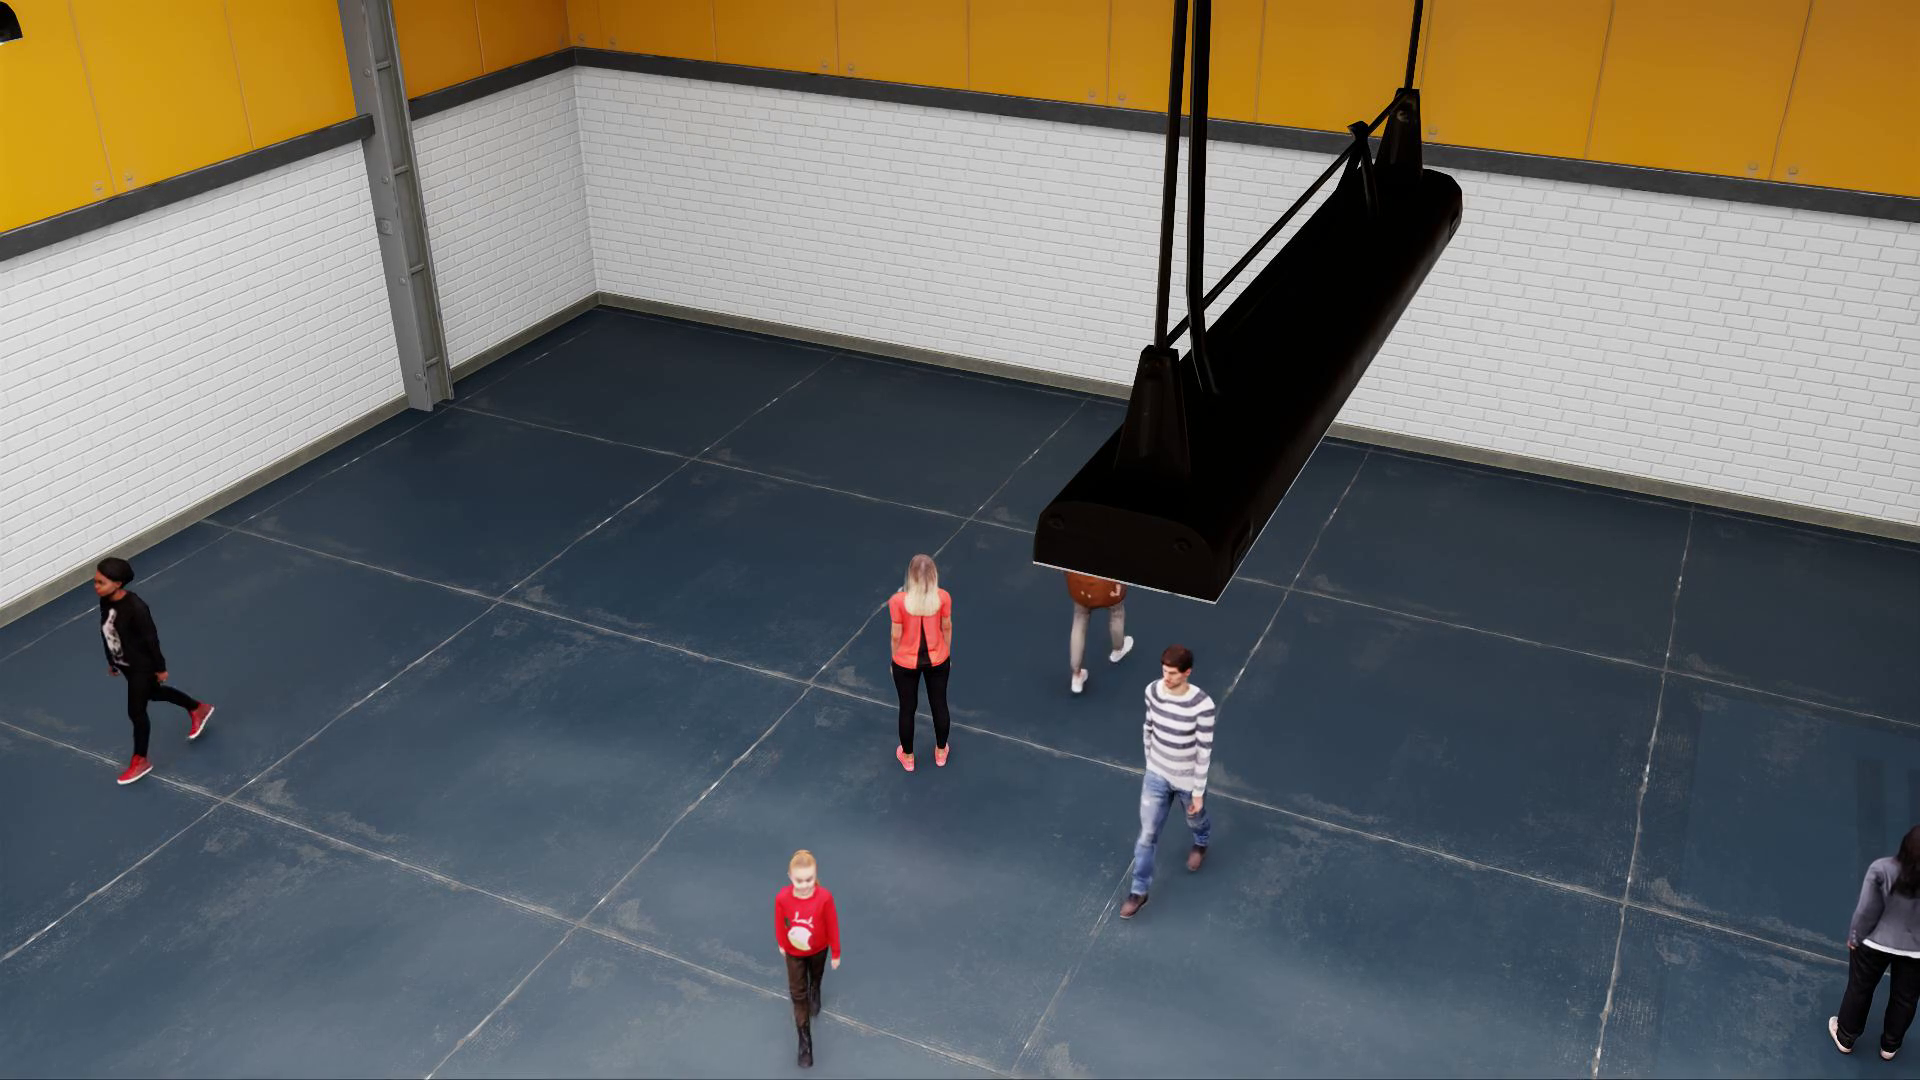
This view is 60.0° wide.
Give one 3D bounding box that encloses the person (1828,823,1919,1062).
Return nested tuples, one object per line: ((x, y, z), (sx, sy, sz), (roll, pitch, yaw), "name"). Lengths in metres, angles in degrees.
((5.176, 2.206, 9.188), (0.668, 1.597, 0.649), (11, 30, 19), "person")

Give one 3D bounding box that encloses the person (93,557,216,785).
((-5.698, 0.828, 11.666), (0.654, 1.643, 1.094), (15, 32, 26), "person")

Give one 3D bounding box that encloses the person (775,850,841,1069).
((-0.866, 2.267, 9.436), (0.805, 1.253, 0.967), (-4, 29, -7), "person")

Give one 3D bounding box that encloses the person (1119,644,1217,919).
((1.406, 1.427, 10.395), (0.741, 1.809, 1.207), (17, 33, 28), "person")

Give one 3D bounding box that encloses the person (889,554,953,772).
((-0.268, 0.847, 11.577), (0.675, 1.694, 0.706), (-5, 29, -9), "person")
